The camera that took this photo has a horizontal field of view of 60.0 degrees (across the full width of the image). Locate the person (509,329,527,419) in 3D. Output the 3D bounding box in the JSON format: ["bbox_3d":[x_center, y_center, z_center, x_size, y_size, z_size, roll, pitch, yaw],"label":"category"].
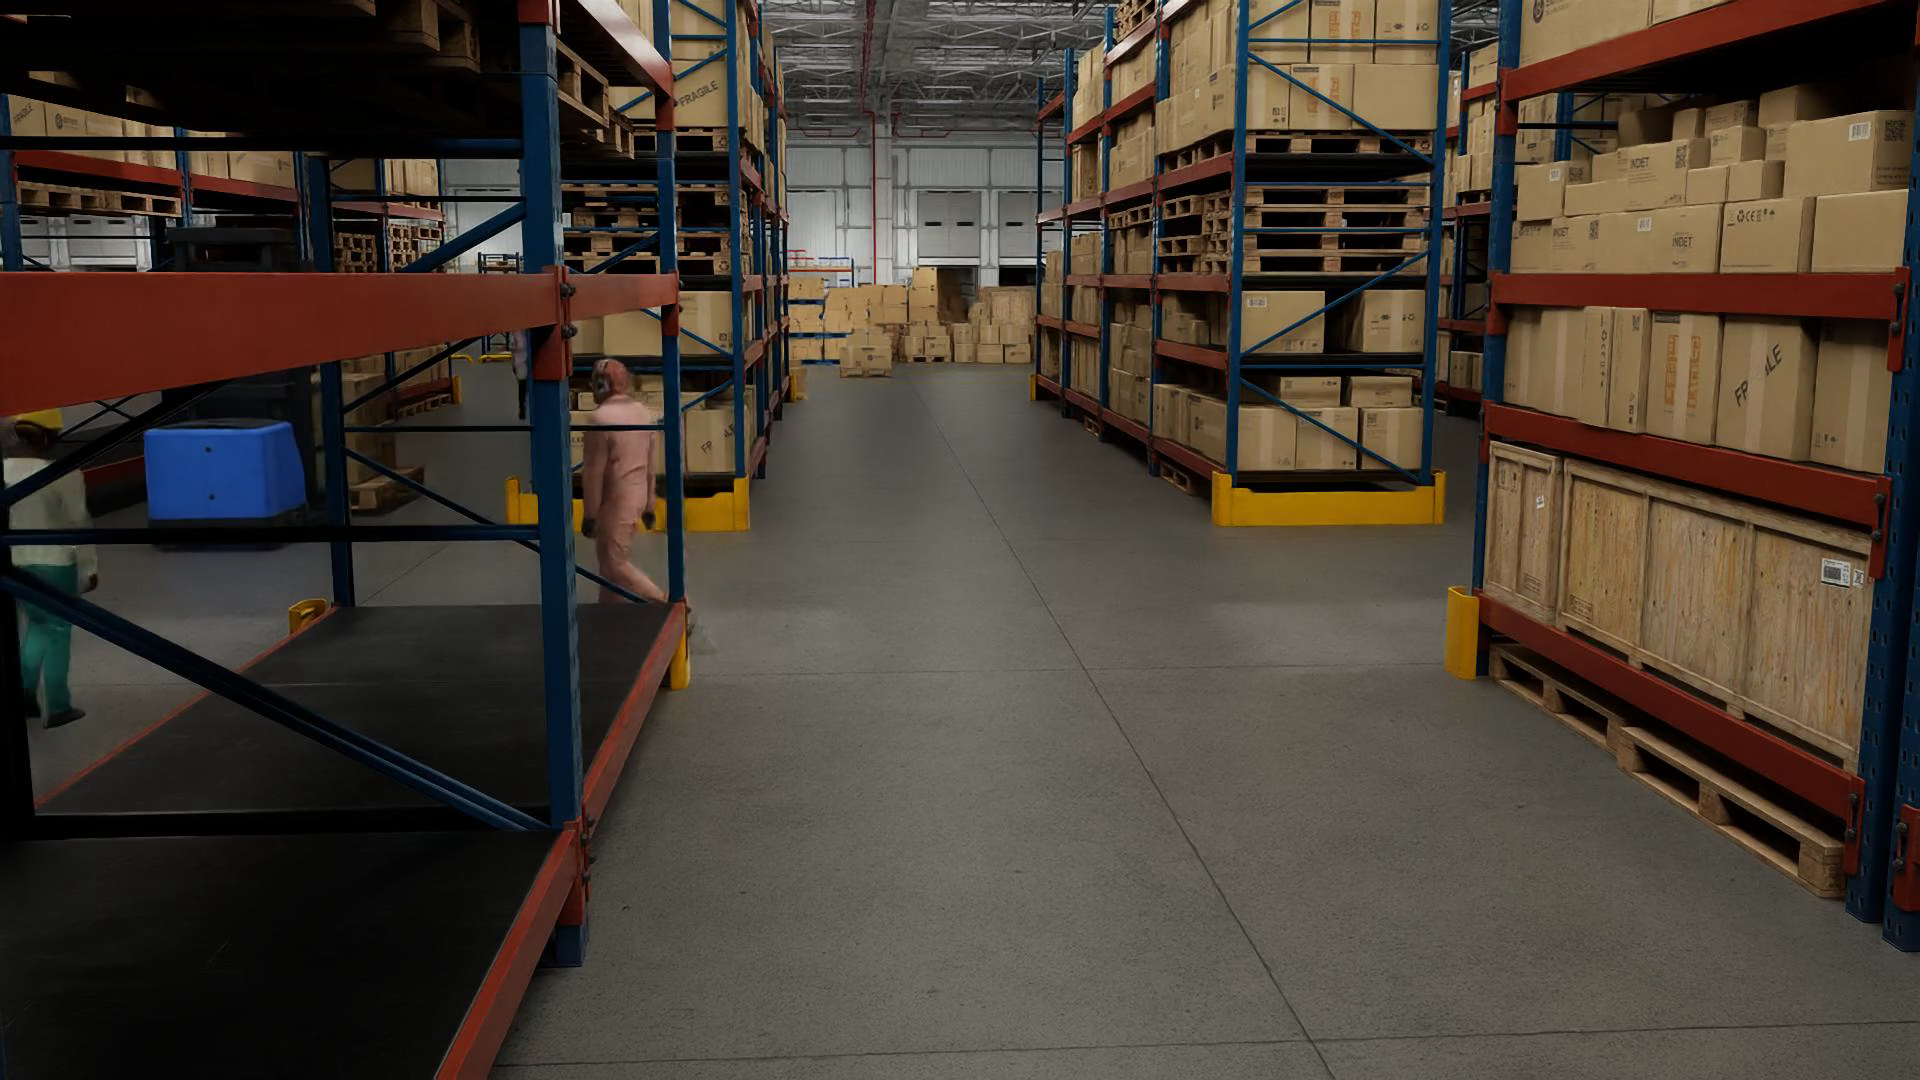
[{"bbox_3d":[-7.333,-3.016,28.158,0.553,1.905,0.951,-1,9,-8],"label":"person"}]

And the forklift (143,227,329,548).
[{"bbox_3d":[-6.541,-1.417,15.029,1.129,2.768,1.873,-1,9,-4],"label":"forklift"}]

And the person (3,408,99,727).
[{"bbox_3d":[-4.859,0.124,8.855,0.545,1.751,0.361,1,9,6],"label":"person"}]

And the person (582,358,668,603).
[{"bbox_3d":[-2.152,-0.229,10.702,0.811,1.882,0.649,3,9,17],"label":"person"}]
